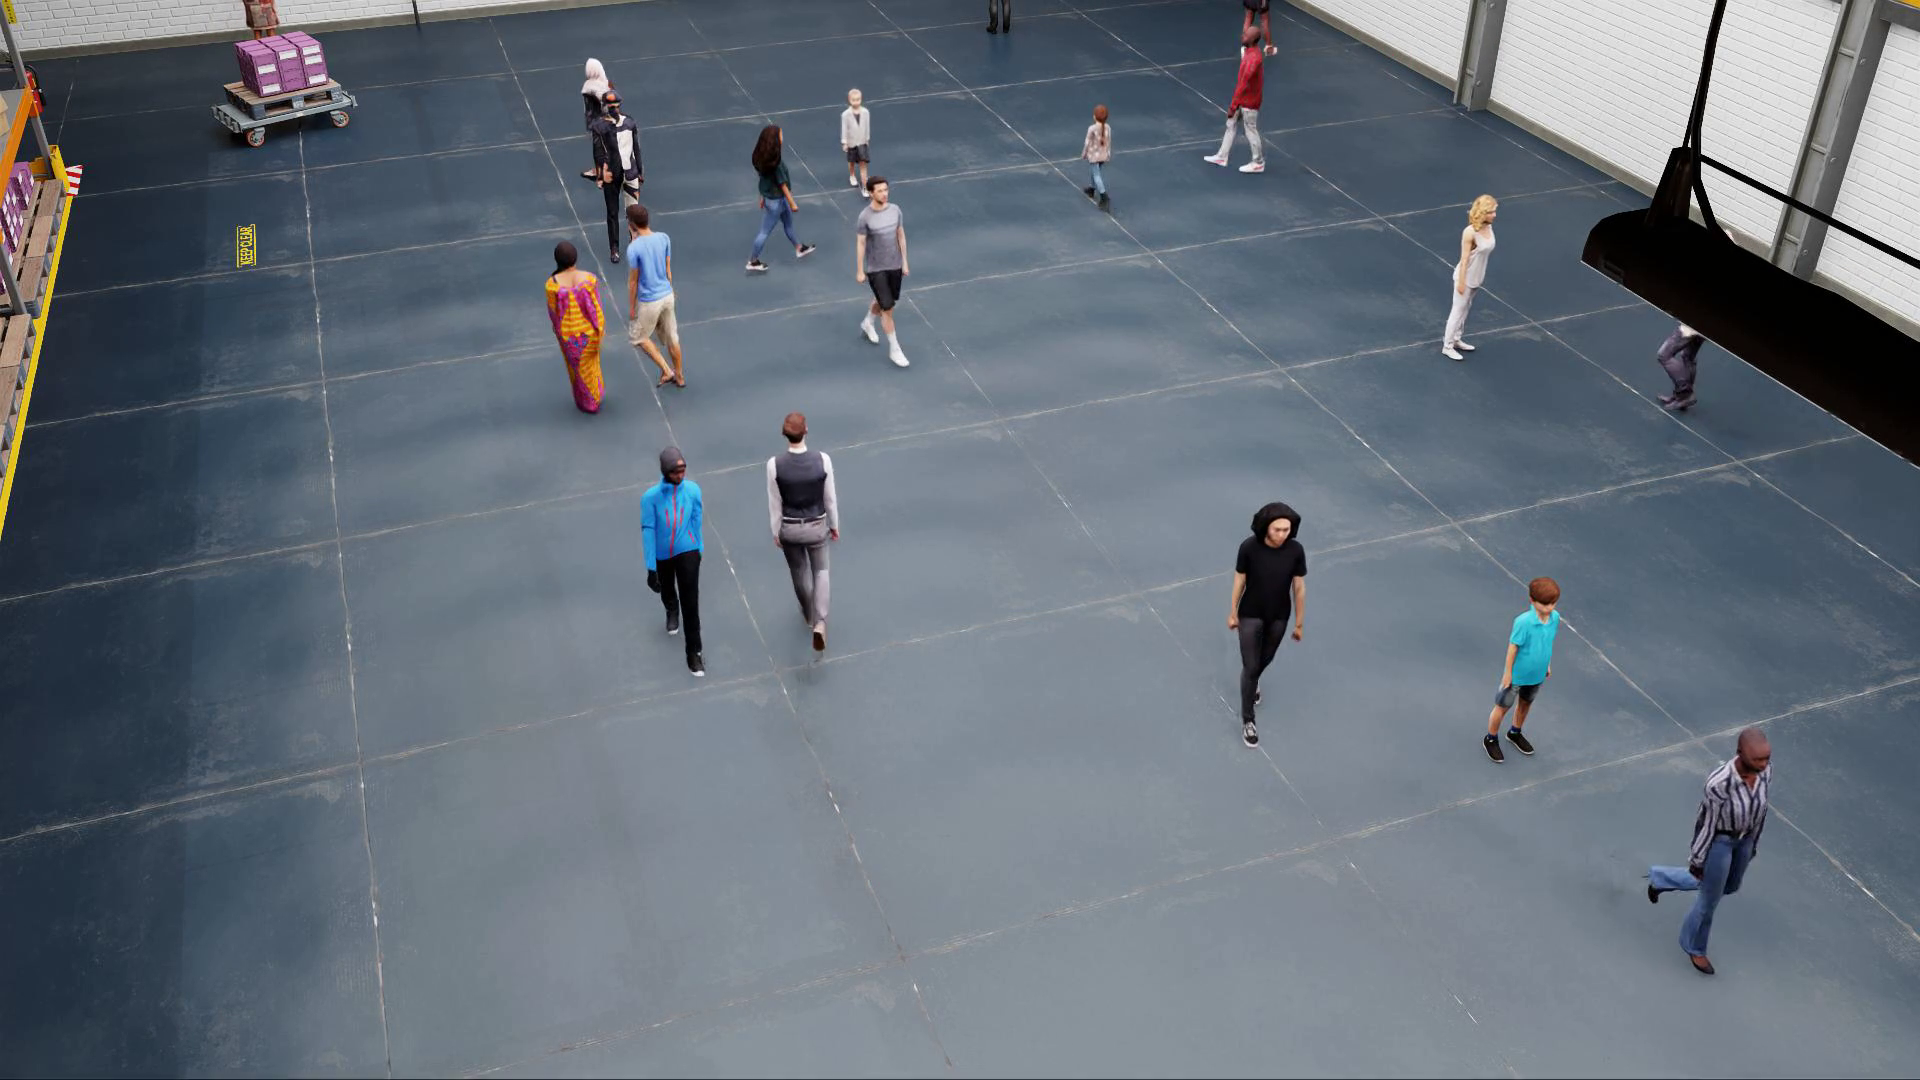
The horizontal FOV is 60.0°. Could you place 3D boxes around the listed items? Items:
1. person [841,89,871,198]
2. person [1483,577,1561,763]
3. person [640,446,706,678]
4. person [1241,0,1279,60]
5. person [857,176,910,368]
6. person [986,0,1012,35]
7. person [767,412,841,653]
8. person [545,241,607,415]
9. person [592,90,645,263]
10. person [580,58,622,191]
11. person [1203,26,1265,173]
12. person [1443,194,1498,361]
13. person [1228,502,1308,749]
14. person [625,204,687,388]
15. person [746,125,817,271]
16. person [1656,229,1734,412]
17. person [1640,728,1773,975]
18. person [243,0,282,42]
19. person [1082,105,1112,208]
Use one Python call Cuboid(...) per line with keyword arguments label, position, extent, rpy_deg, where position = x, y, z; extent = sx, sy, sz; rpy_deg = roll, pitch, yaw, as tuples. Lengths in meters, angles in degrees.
Cuboid(label="person", position=(-1.268, -4.829, 20.109), extent=(0.582, 1.243, 0.912), rpy_deg=(-8, 34, -11))
Cuboid(label="person", position=(3.867, 0.861, 11.361), extent=(0.513, 1.449, 0.461), rpy_deg=(-12, 35, -17))
Cuboid(label="person", position=(-2.135, 0.069, 12.294), extent=(0.696, 1.736, 1.244), rpy_deg=(-8, 34, -12))
Cuboid(label="person", position=(4.254, -7.831, 24.148), extent=(0.812, 1.770, 0.881), rpy_deg=(-22, 40, -30))
Cuboid(label="person", position=(-0.801, -2.716, 16.385), extent=(0.871, 1.844, 1.227), rpy_deg=(-21, 39, -28))
Cuboid(label="person", position=(0.592, -8.667, 25.375), extent=(0.706, 1.804, 0.545), rpy_deg=(-9, 35, -13))
Cuboid(label="person", position=(-1.150, -0.039, 12.295), extent=(0.824, 1.915, 1.114), rpy_deg=(-3, 34, -4))
Cuboid(label="person", position=(-3.533, -1.941, 15.392), extent=(0.700, 1.654, 0.798), rpy_deg=(-17, 37, -24))
Cuboid(label="person", position=(-3.750, -4.021, 18.305), extent=(0.689, 1.892, 0.599), rpy_deg=(-14, 36, -20))
Cuboid(label="person", position=(-4.227, -4.938, 19.966), extent=(1.166, 1.582, 1.094), rpy_deg=(15, 37, 22))
Cuboid(label="person", position=(3.639, -5.394, 20.461), extent=(1.017, 1.792, 1.063), rpy_deg=(3, 34, 5))
Cuboid(label="person", position=(5.017, -2.617, 16.392), extent=(0.683, 1.672, 0.685), rpy_deg=(26, 42, 34))
Cuboid(label="person", position=(2.132, 0.465, 11.637), extent=(0.857, 1.804, 1.077), rpy_deg=(-1, 34, -1))
Cuboid(label="person", position=(-2.840, -2.238, 15.668), extent=(0.864, 1.843, 0.884), rpy_deg=(-28, 43, -35))
Cuboid(label="person", position=(-2.090, -3.661, 18.056), extent=(0.754, 1.569, 1.071), rpy_deg=(-16, 37, -22))
Cuboid(label="person", position=(6.855, -1.969, 15.282), extent=(0.840, 1.822, 0.819), rpy_deg=(26, 42, 34))
Cuboid(label="person", position=(4.374, 1.746, 9.737), extent=(0.740, 1.773, 0.905), rpy_deg=(-18, 38, -25))
Cuboid(label="person", position=(-10.160, -7.716, 24.088), extent=(0.722, 1.645, 0.676), rpy_deg=(1, 34, 1))
Cuboid(label="person", position=(1.653, -4.538, 19.732), extent=(0.570, 1.174, 0.881), rpy_deg=(-19, 38, -26))
